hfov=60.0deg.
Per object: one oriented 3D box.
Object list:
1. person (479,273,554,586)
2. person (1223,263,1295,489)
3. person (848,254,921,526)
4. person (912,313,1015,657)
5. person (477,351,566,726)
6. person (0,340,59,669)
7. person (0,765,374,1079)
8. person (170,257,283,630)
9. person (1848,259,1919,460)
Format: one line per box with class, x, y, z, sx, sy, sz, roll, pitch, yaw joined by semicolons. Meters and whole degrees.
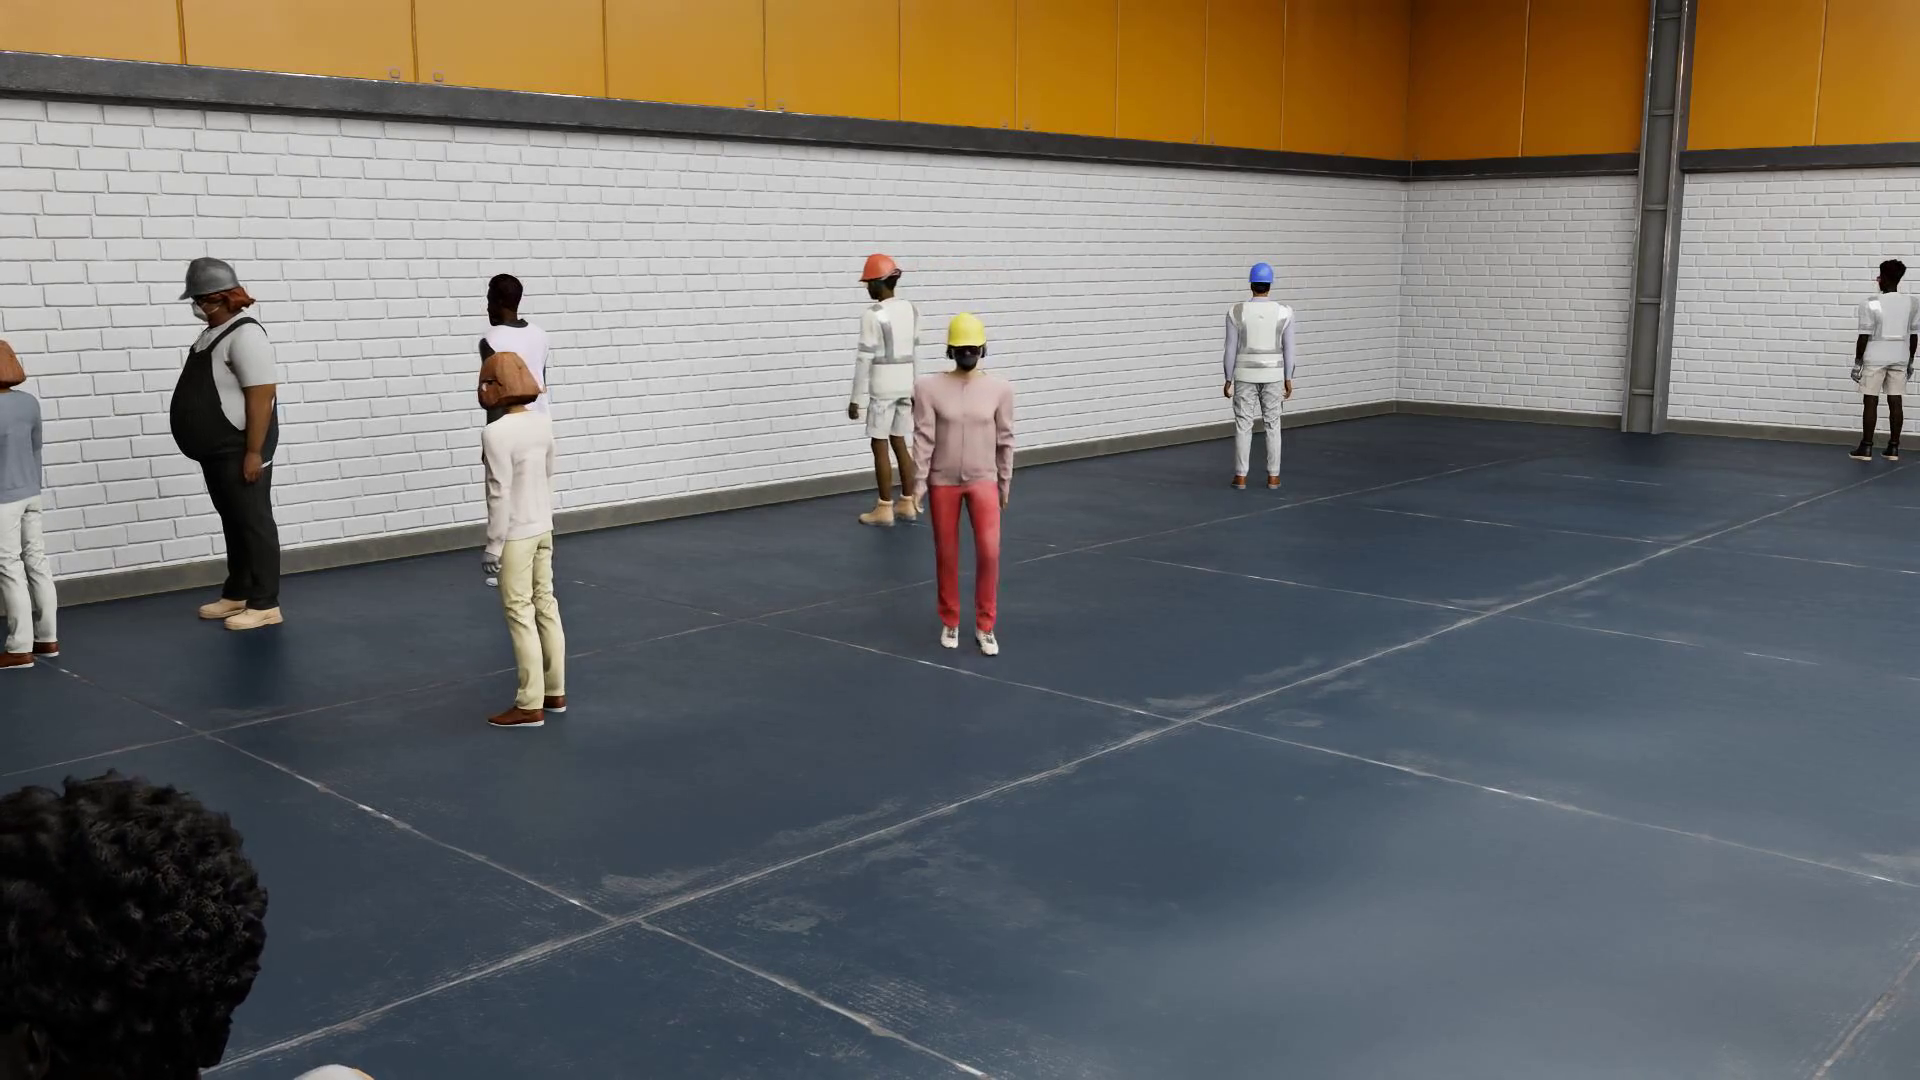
person;-2.722;-0.668;10.230;0.397;1.920;0.587;4;11;19
person;2.572;-1.404;14.336;0.614;1.946;0.390;0;10;2
person;-0.554;-1.116;12.461;0.397;2.034;0.630;7;12;36
person;0.020;-0.273;8.487;0.538;1.748;0.622;-1;10;-3
person;-1.926;-0.003;7.256;0.274;1.631;0.507;3;10;14
person;-4.728;-0.180;8.256;0.286;1.636;0.499;1;10;4
person;-0.599;1.009;1.343;0.321;1.691;0.531;3;10;17
person;-4.022;-0.533;9.113;0.536;2.000;0.680;-8;13;-39
person;9.049;-1.755;16.286;0.606;1.966;0.367;0;10;1
